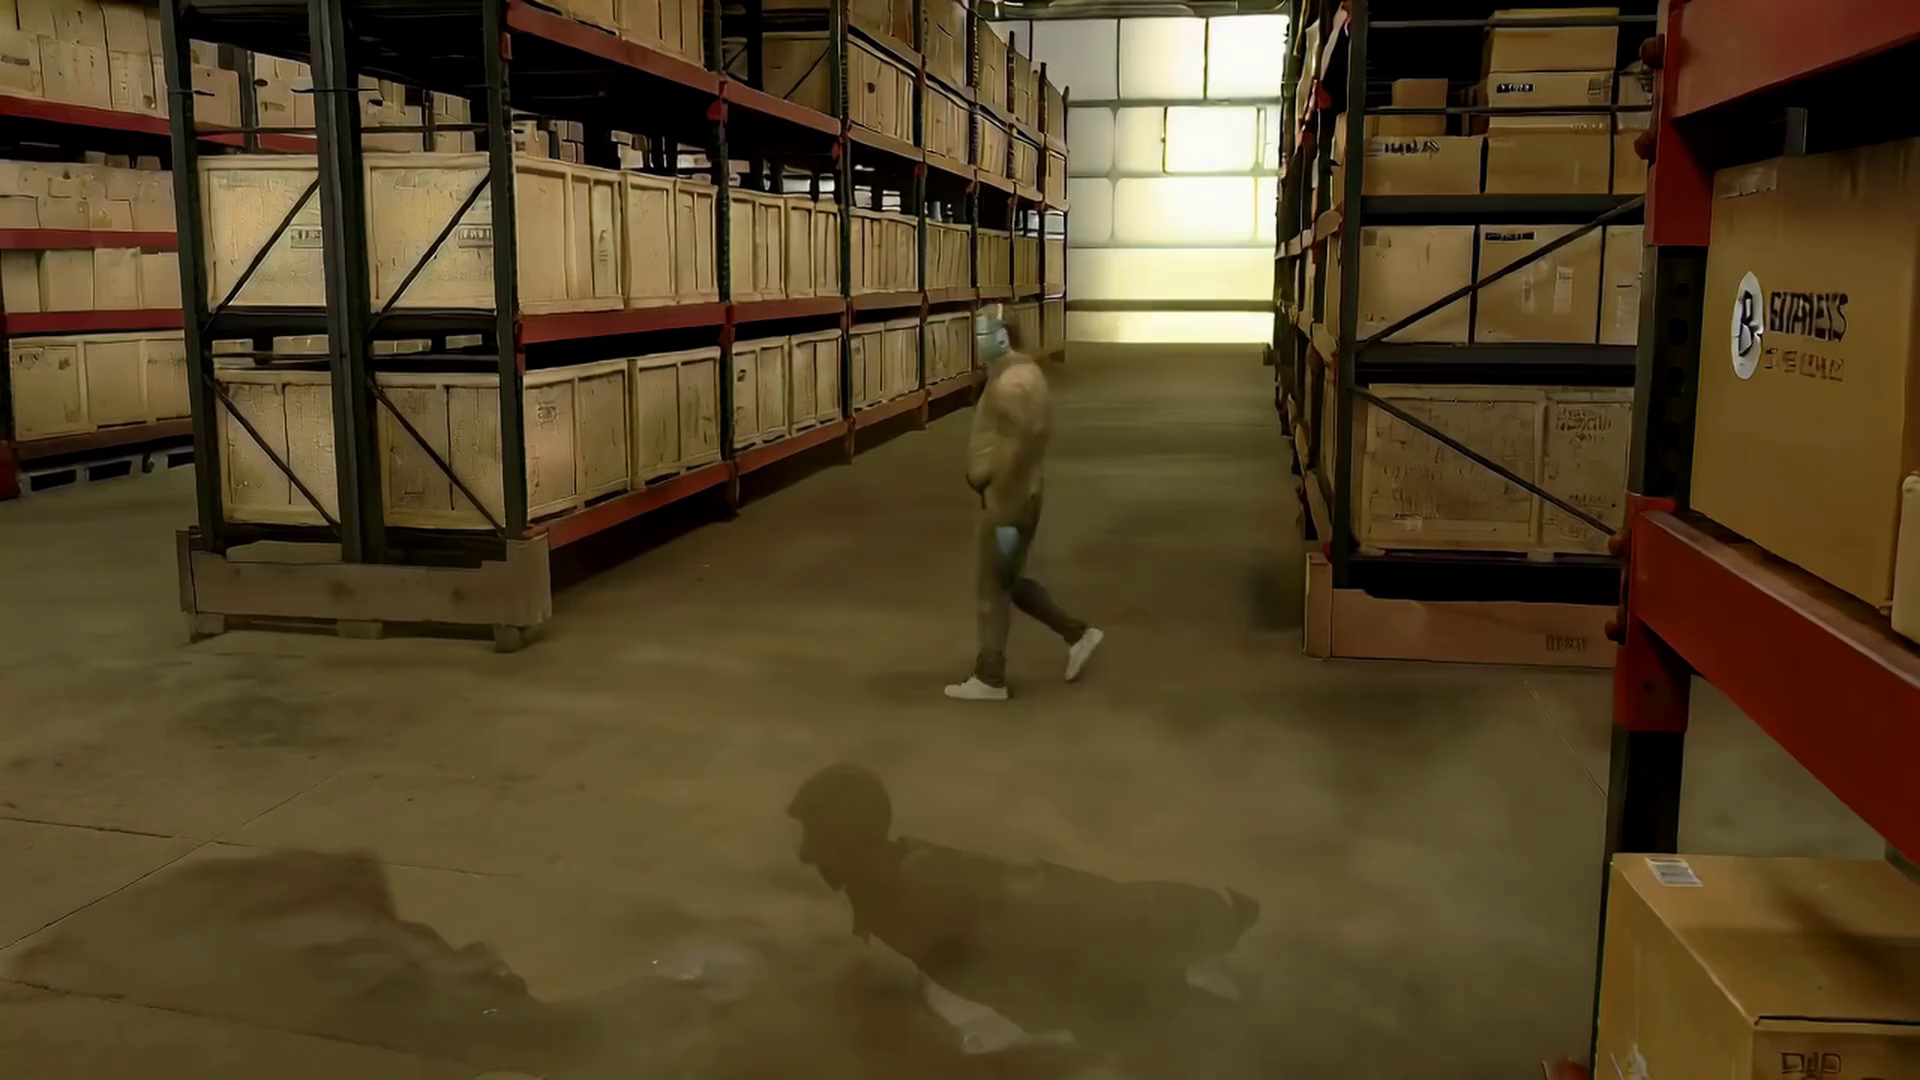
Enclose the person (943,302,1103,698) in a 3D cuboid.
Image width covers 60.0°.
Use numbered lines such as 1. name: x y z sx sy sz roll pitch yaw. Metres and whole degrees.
1. person: 0.287 -0.174 7.838 0.641 1.884 0.658 2 9 14
